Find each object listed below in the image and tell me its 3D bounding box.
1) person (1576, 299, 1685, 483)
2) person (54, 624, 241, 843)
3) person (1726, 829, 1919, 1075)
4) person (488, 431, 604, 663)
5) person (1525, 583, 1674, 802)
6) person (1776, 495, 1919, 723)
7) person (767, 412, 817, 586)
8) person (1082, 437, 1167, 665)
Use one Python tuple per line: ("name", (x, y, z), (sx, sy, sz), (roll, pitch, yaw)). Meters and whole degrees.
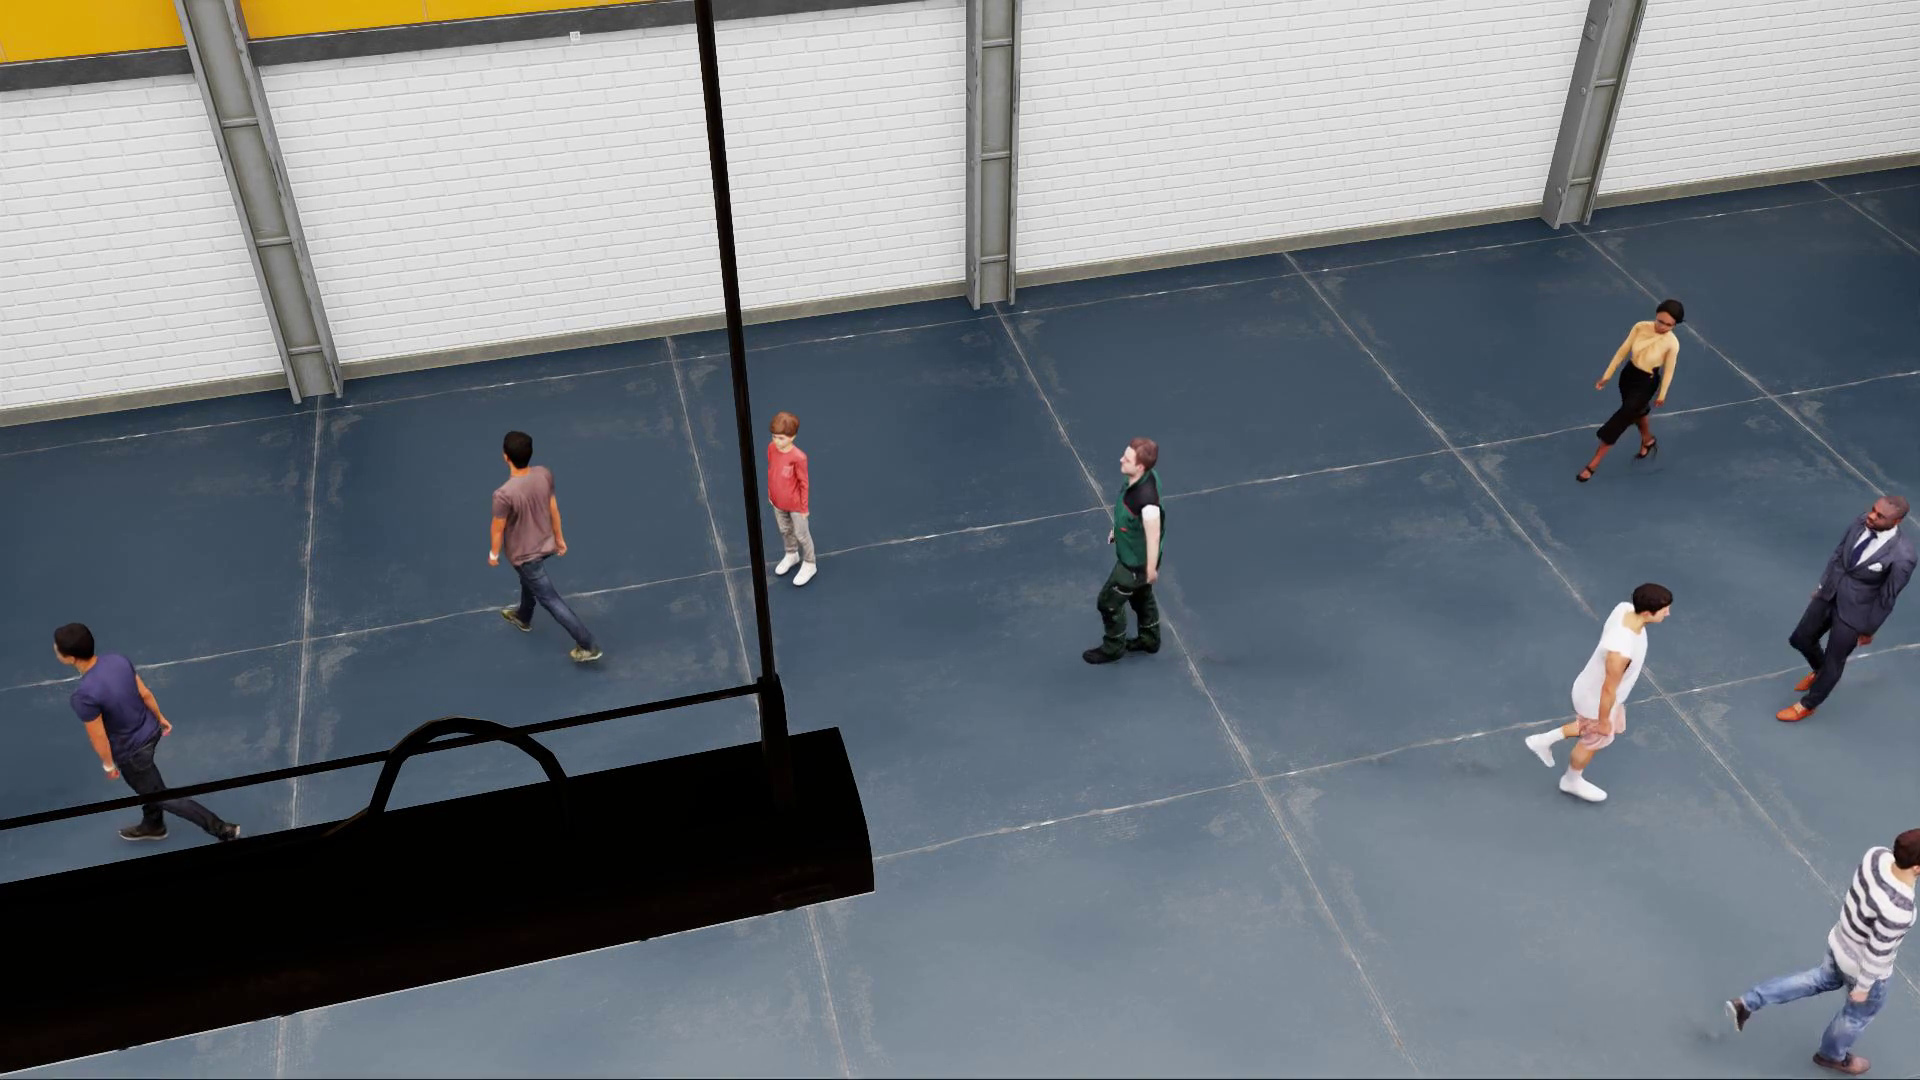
("person", (5.312, -1.178, 12.883), (1.073, 1.599, 0.707), (-16, 41, -19))
("person", (-4.780, 1.198, 9.777), (1.110, 1.762, 0.817), (4, 39, 4))
("person", (4.542, 2.111, 8.581), (1.125, 1.829, 0.910), (6, 39, 7))
("person", (-2.796, 0.109, 11.169), (1.223, 1.727, 1.145), (18, 42, 22))
("person", (3.827, 0.914, 10.133), (0.957, 1.761, 0.893), (16, 41, 19))
("person", (5.775, 0.419, 10.710), (0.701, 1.814, 0.691), (-9, 39, -11))
("person", (-1.218, -0.313, 11.948), (0.591, 1.414, 0.631), (26, 45, 29))
("person", (1.259, 0.081, 11.125), (0.865, 1.825, 0.756), (2, 39, 2))
